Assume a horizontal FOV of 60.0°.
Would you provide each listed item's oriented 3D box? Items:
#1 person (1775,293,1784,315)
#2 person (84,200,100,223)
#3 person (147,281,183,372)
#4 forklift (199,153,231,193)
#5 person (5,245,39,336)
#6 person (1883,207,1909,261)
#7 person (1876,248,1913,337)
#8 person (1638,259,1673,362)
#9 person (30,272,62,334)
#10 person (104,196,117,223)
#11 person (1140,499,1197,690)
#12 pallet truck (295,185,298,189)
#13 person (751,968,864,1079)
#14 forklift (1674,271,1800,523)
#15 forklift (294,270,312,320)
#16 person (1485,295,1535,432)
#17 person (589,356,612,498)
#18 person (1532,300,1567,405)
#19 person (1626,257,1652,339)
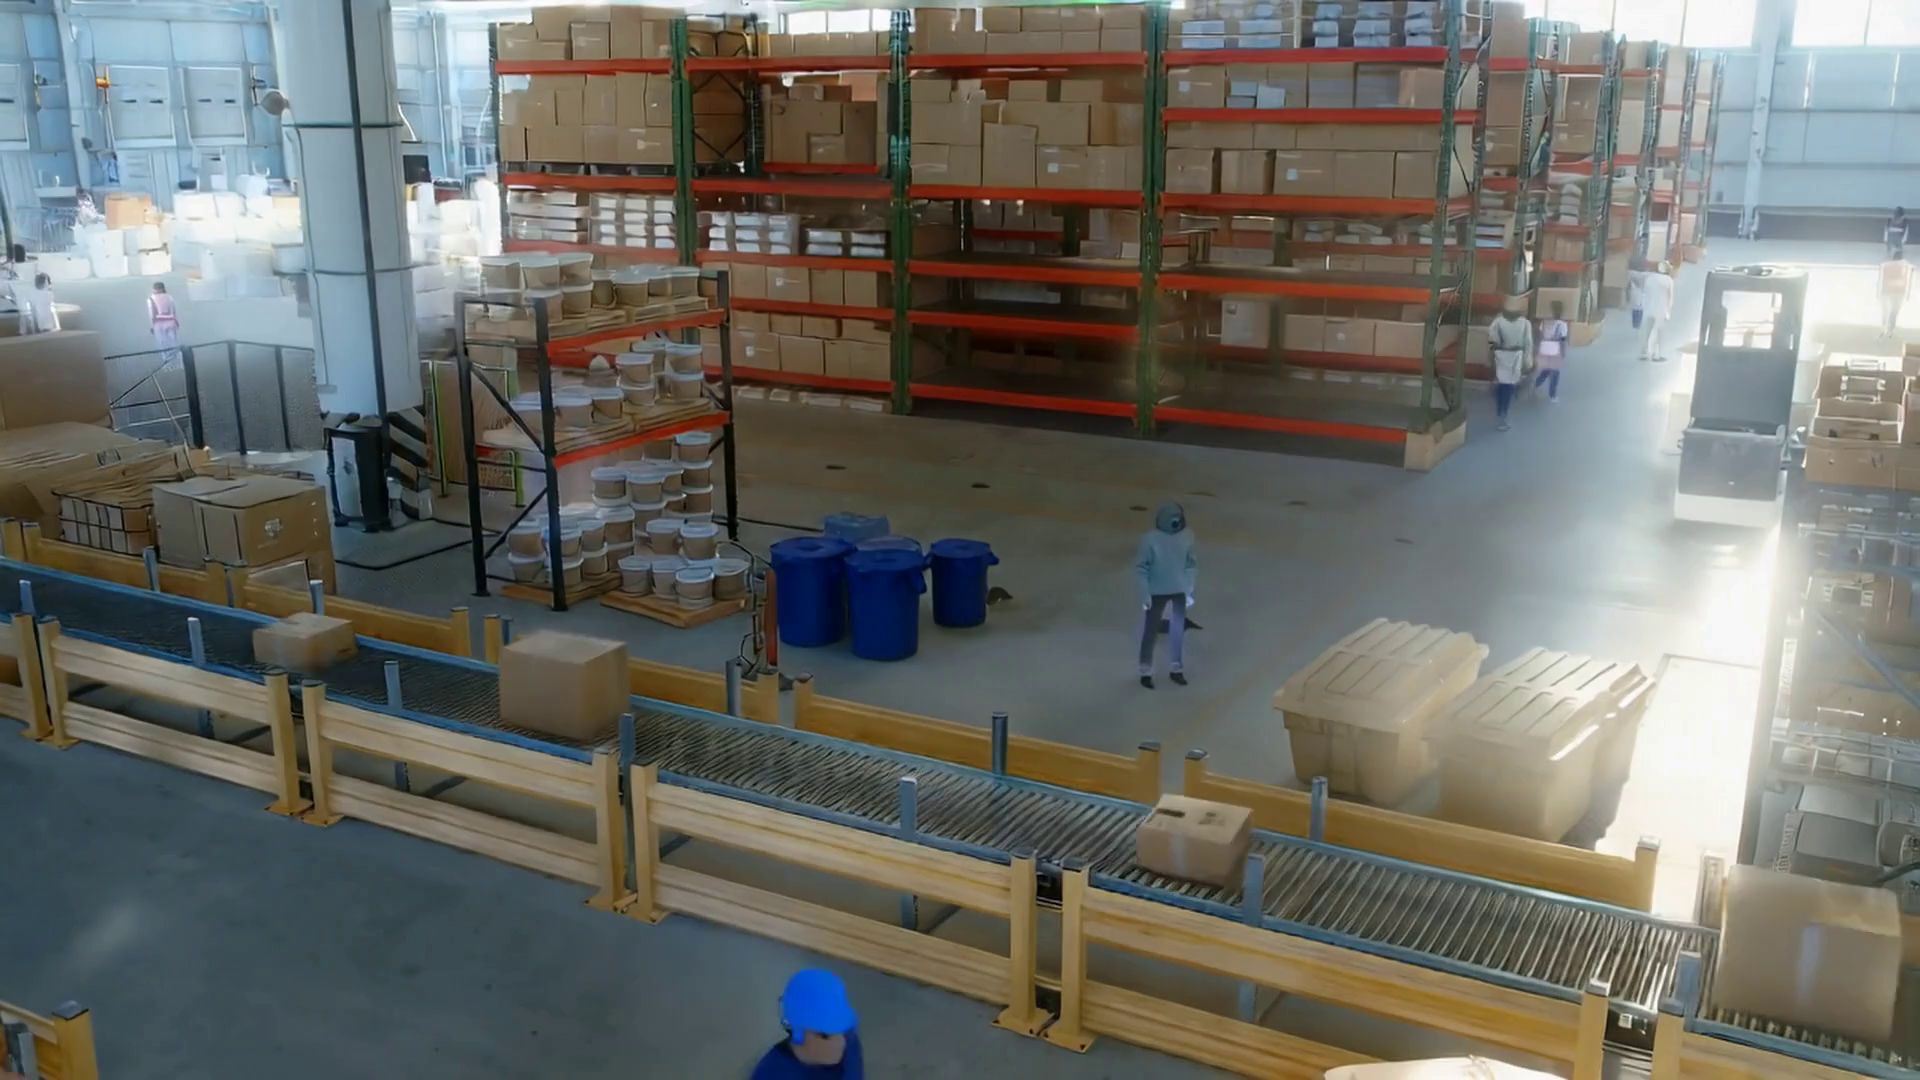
[{"bbox_3d":[15.549,-4.227,31.396,0.280,1.624,0.494,2,15,9],"label":"person"},{"bbox_3d":[-26.444,-9.423,50.573,0.816,1.817,0.625,-9,17,-30],"label":"person"},{"bbox_3d":[-14.289,-3.831,29.884,0.515,1.636,0.315,-11,19,-37],"label":"person"},{"bbox_3d":[-27.440,-12.865,61.464,1.873,2.768,1.129,8,17,28],"label":"forklift"},{"bbox_3d":[-18.854,-4.972,33.540,0.367,1.964,0.609,13,19,39],"label":"person"},{"bbox_3d":[26.676,-8.585,47.438,0.579,1.803,0.888,9,18,31],"label":"person"},{"bbox_3d":[19.328,-5.130,34.448,0.632,1.803,0.949,8,17,29],"label":"person"},{"bbox_3d":[13.062,-4.304,31.172,0.399,1.899,0.650,-8,17,-27],"label":"person"},{"bbox_3d":[-15.996,-3.760,29.172,0.530,1.869,0.311,4,15,14],"label":"person"},{"bbox_3d":[-26.056,-9.628,51.171,0.628,1.906,0.866,3,15,11],"label":"person"},{"bbox_3d":[1.728,0.447,13.831,0.497,1.627,0.288,-4,15,-15],"label":"person"},{"bbox_3d":[-26.804,-14.617,69.738,1.885,1.965,0.823,-14,20,-42],"label":"pallet truck"},{"bbox_3d":[-0.558,2.389,6.153,0.470,1.822,0.593,11,18,35],"label":"person"},{"bbox_3d":[9.269,-1.763,19.726,1.129,2.768,1.873,8,17,27],"label":"forklift"},{"bbox_3d":[-13.681,-6.246,36.579,1.873,2.768,1.129,8,17,28],"label":"forklift"},{"bbox_3d":[8.122,-2.596,24.507,0.618,2.012,0.771,-1,15,-4],"label":"person"},{"bbox_3d":[-4.400,-1.389,20.457,0.330,1.767,0.528,1,15,5],"label":"person"},{"bbox_3d":[9.507,-3.016,26.730,0.403,1.676,0.567,-8,17,-29],"label":"person"},{"bbox_3d":[14.014,-5.016,34.302,0.555,1.663,0.760,6,16,22],"label":"person"}]
